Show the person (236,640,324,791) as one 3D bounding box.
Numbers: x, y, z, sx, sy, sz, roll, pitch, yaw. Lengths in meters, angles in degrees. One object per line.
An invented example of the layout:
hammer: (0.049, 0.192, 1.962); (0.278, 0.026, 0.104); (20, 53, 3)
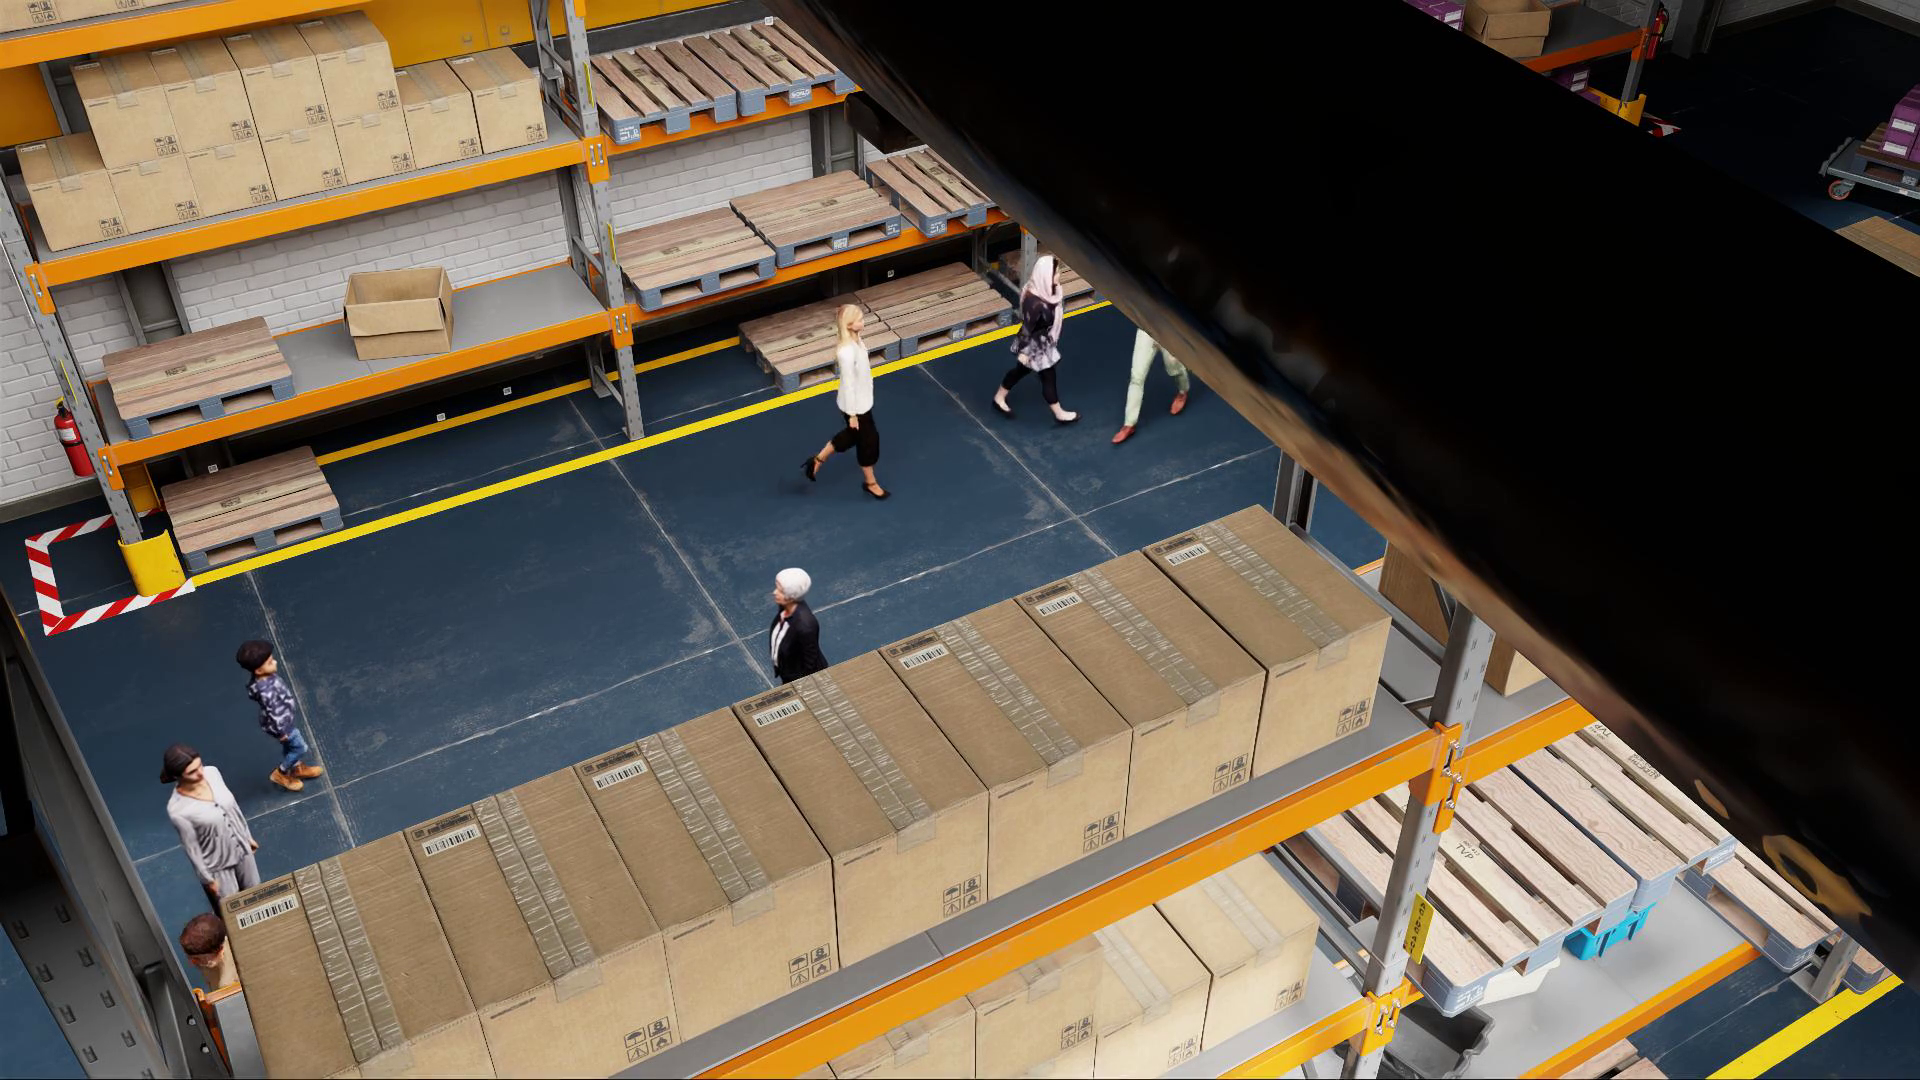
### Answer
person: (-4.520, 1.156, 10.899); (0.578, 1.243, 0.532); (-12, 40, -15)

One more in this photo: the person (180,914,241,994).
person: (-3.644, 2.499, 8.747); (0.906, 1.829, 0.754); (-24, 45, -27)

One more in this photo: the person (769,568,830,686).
person: (-1.026, 0.919, 10.954); (0.631, 1.779, 0.765); (-14, 41, -17)

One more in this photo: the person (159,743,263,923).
person: (-4.292, 1.825, 9.637); (0.714, 1.772, 0.654); (10, 40, 12)

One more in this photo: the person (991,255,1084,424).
person: (0.568, -1.686, 14.183); (1.099, 1.585, 1.074); (17, 42, 20)

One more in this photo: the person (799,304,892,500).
person: (-0.913, -1.069, 13.205); (1.080, 1.841, 0.894); (-2, 39, -2)
